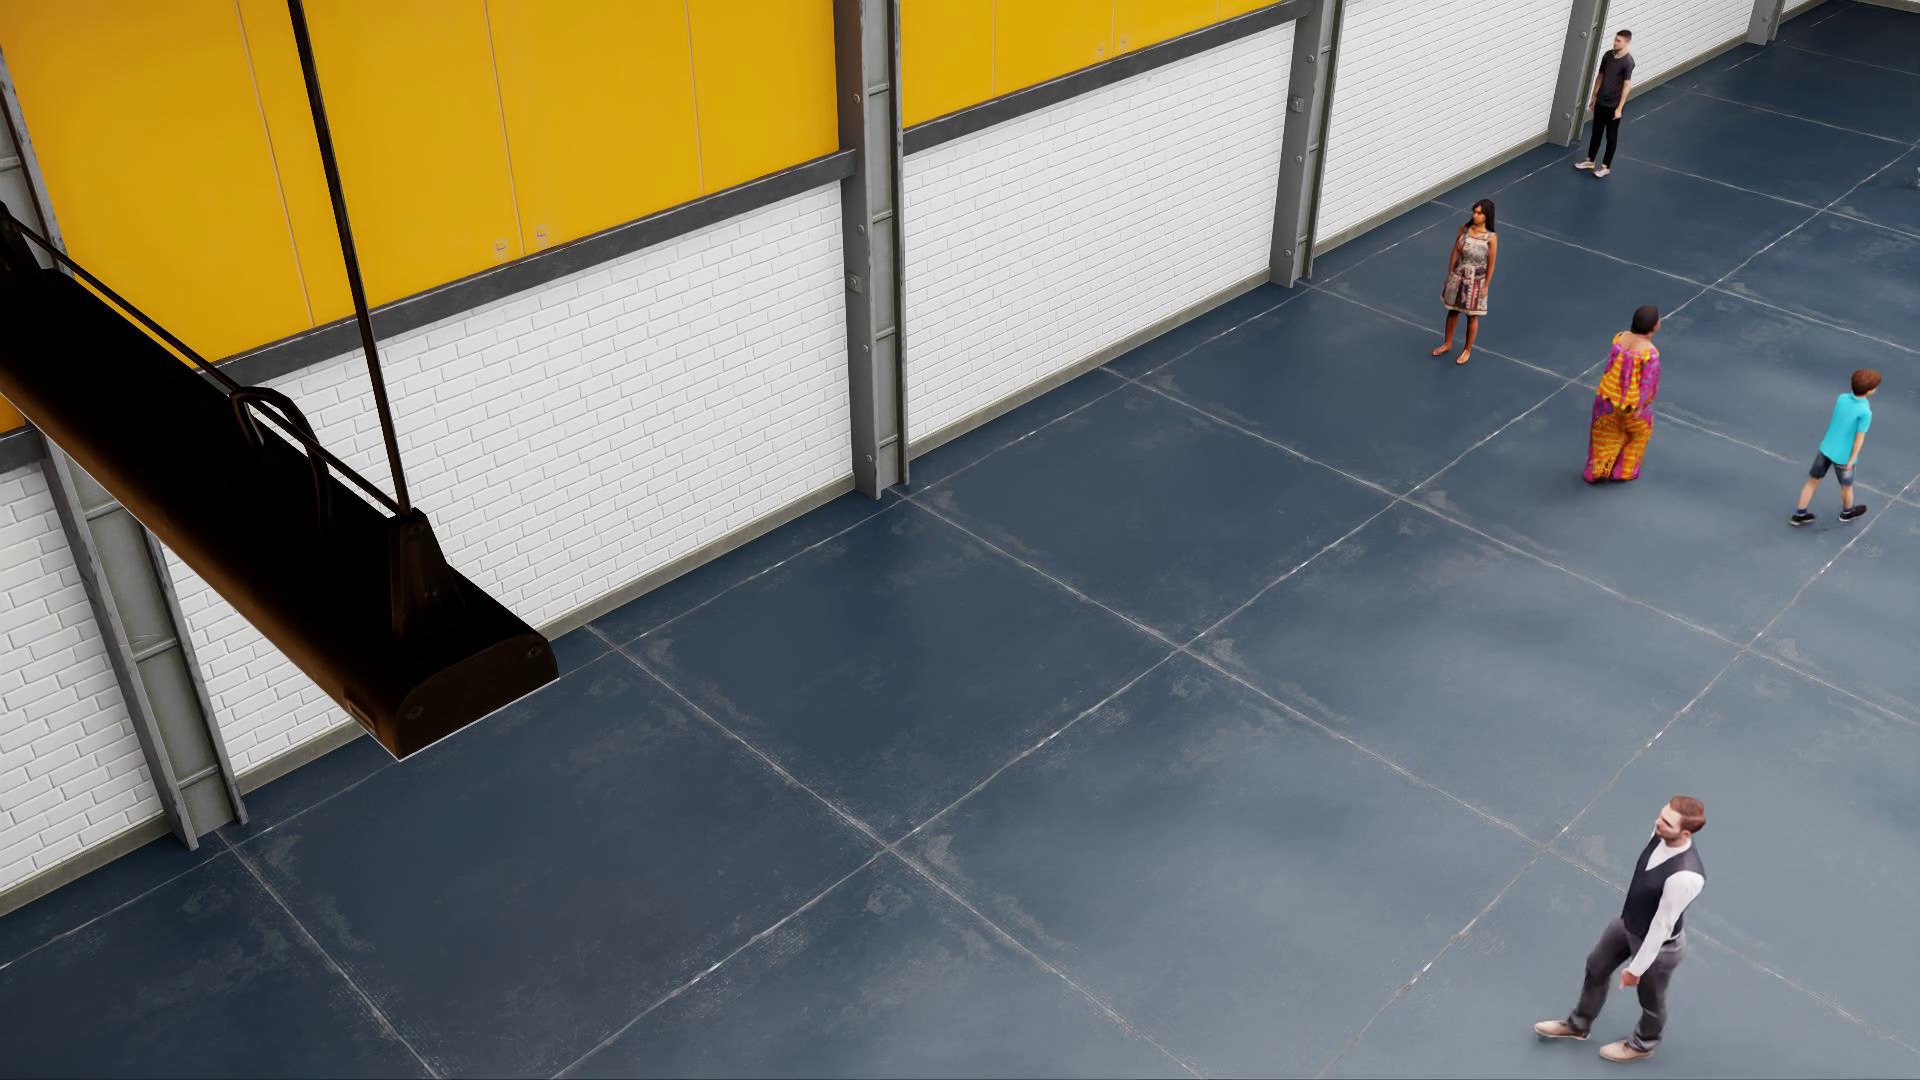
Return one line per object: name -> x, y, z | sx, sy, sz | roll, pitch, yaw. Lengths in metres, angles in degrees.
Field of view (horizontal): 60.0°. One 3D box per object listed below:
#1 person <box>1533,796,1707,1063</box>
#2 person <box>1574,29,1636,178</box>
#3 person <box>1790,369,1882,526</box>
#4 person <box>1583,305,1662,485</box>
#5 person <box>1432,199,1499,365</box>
person -> 3.760, 2.095, 8.834 | 1.038, 1.919, 0.985 | 2, 34, 2
person -> 7.850, -5.282, 20.074 | 0.643, 1.763, 0.702 | -16, 37, -22
person -> 7.095, -0.725, 13.525 | 0.945, 1.422, 0.750 | -13, 36, -19
person -> 5.575, -1.208, 14.045 | 0.836, 1.651, 0.738 | -18, 38, -25
person -> 4.908, -2.507, 16.005 | 0.514, 1.645, 0.646 | -28, 43, -35
